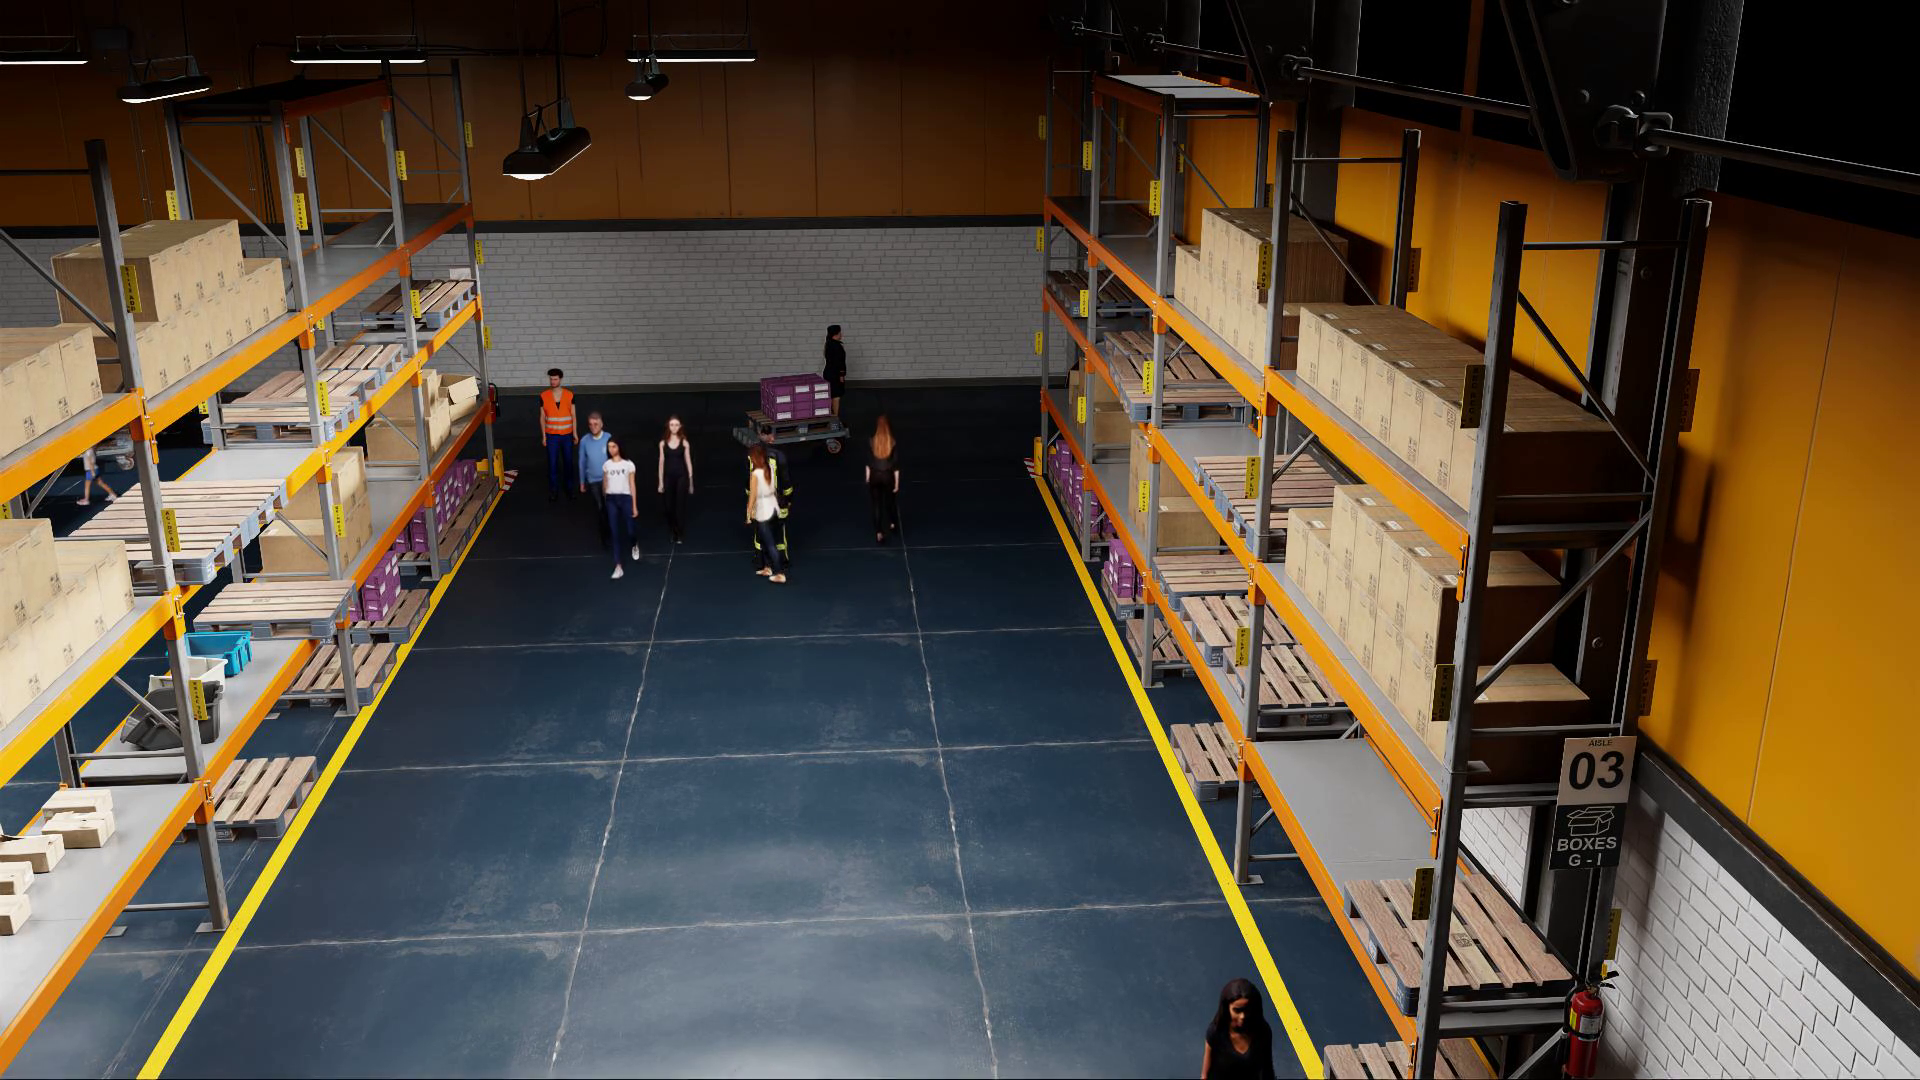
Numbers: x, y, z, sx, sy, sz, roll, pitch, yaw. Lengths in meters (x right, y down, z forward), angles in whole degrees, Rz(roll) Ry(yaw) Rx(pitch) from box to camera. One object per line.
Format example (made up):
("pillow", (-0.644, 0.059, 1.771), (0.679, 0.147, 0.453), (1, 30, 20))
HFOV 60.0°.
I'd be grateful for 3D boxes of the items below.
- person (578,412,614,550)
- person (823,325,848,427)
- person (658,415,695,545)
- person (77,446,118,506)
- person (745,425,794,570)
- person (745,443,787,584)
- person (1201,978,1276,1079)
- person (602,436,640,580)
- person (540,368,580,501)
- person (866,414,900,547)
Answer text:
("person", (-4.631, -0.809, 21.567), (0.739, 1.769, 1.121), (0, 19, 0))
("person", (-2.060, -2.708, 27.359), (0.841, 1.671, 0.684), (-8, 20, -22))
("person", (-3.689, -0.806, 21.617), (0.616, 1.732, 0.606), (-2, 19, -6))
("person", (-12.108, -0.990, 23.312), (0.604, 0.999, 0.712), (-6, 20, -18))
("person", (-2.378, -0.547, 20.646), (0.845, 1.861, 0.809), (4, 19, 12))
("person", (-2.253, -0.294, 20.048), (0.855, 1.762, 0.808), (10, 21, 28))
("person", (1.573, 3.256, 9.546), (0.566, 1.738, 0.543), (-2, 19, -5))
("person", (-4.144, -0.428, 20.449), (0.712, 1.761, 0.975), (2, 19, 6))
("person", (-5.660, -1.513, 23.483), (0.719, 1.881, 0.682), (-5, 19, -15))
("person", (-1.022, -0.749, 21.530), (0.738, 1.680, 1.073), (1, 19, 3))
